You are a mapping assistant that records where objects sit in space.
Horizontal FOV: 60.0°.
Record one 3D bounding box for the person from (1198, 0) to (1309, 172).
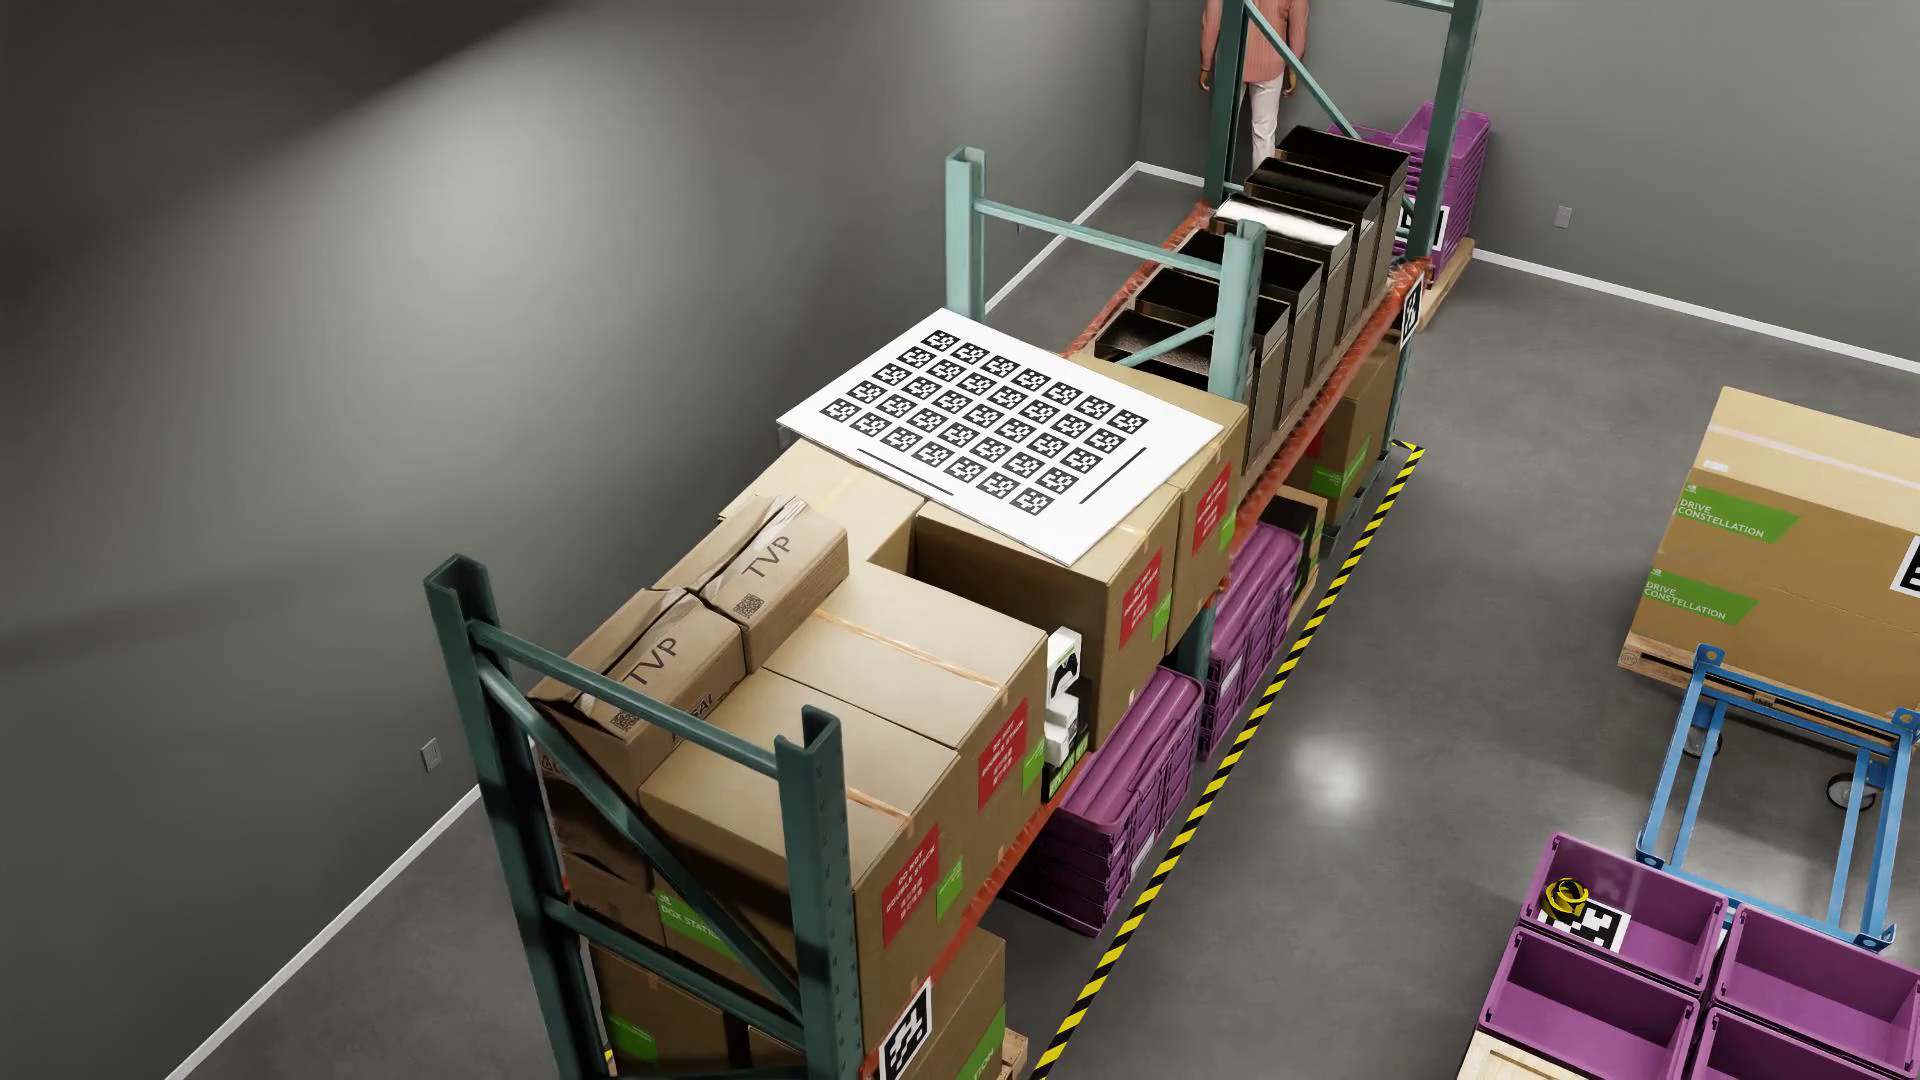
[{"bbox_3d":[1.733,-2.849,9.949,0.617,1.993,0.396,5,40,6],"label":"person"}]
